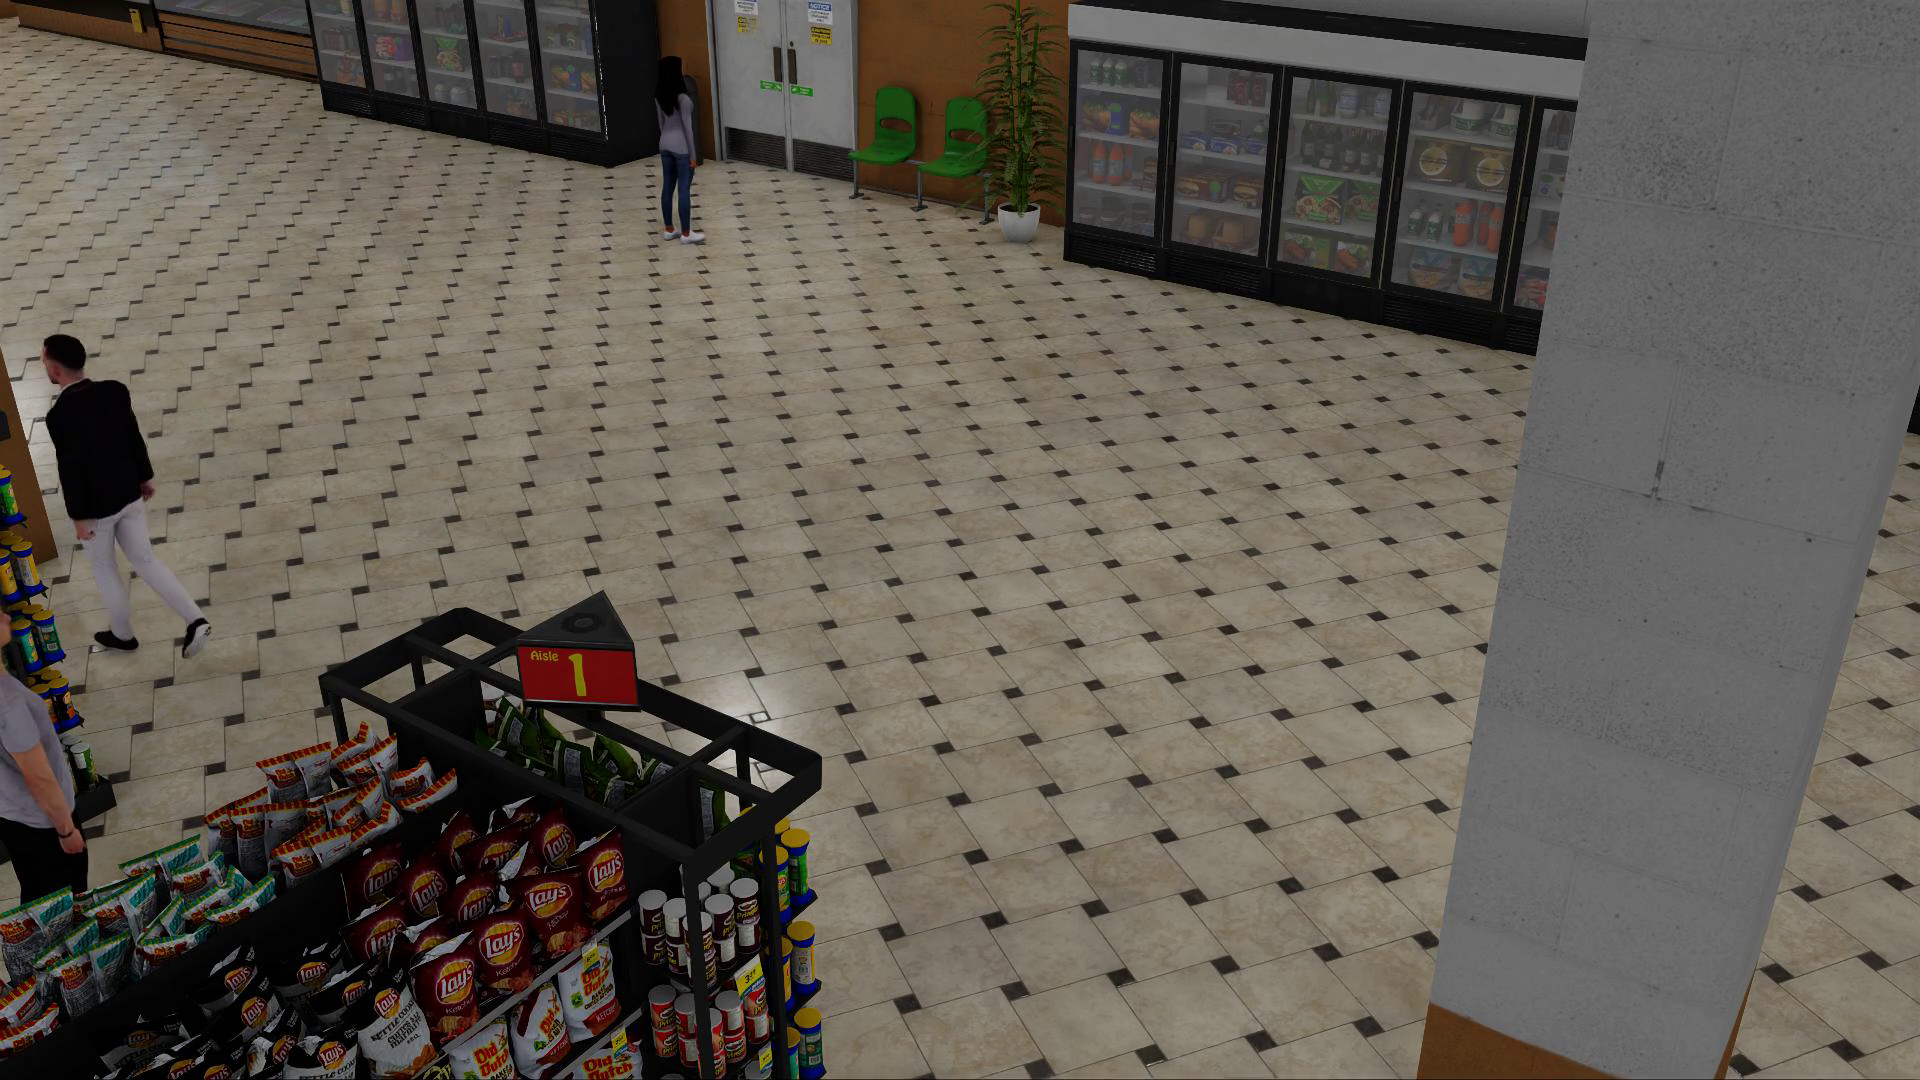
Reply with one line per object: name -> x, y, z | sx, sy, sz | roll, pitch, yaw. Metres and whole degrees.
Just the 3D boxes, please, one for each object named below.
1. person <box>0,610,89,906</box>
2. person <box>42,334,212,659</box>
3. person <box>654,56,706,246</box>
person -> -3.495, 1.025, 6.241 | 0.659, 1.863, 0.530 | 18, 32, 32
person -> -4.356, -0.179, 8.666 | 0.905, 1.818, 1.074 | 10, 28, 18
person -> -2.676, -3.661, 15.623 | 0.601, 1.735, 0.524 | 20, 33, 34
